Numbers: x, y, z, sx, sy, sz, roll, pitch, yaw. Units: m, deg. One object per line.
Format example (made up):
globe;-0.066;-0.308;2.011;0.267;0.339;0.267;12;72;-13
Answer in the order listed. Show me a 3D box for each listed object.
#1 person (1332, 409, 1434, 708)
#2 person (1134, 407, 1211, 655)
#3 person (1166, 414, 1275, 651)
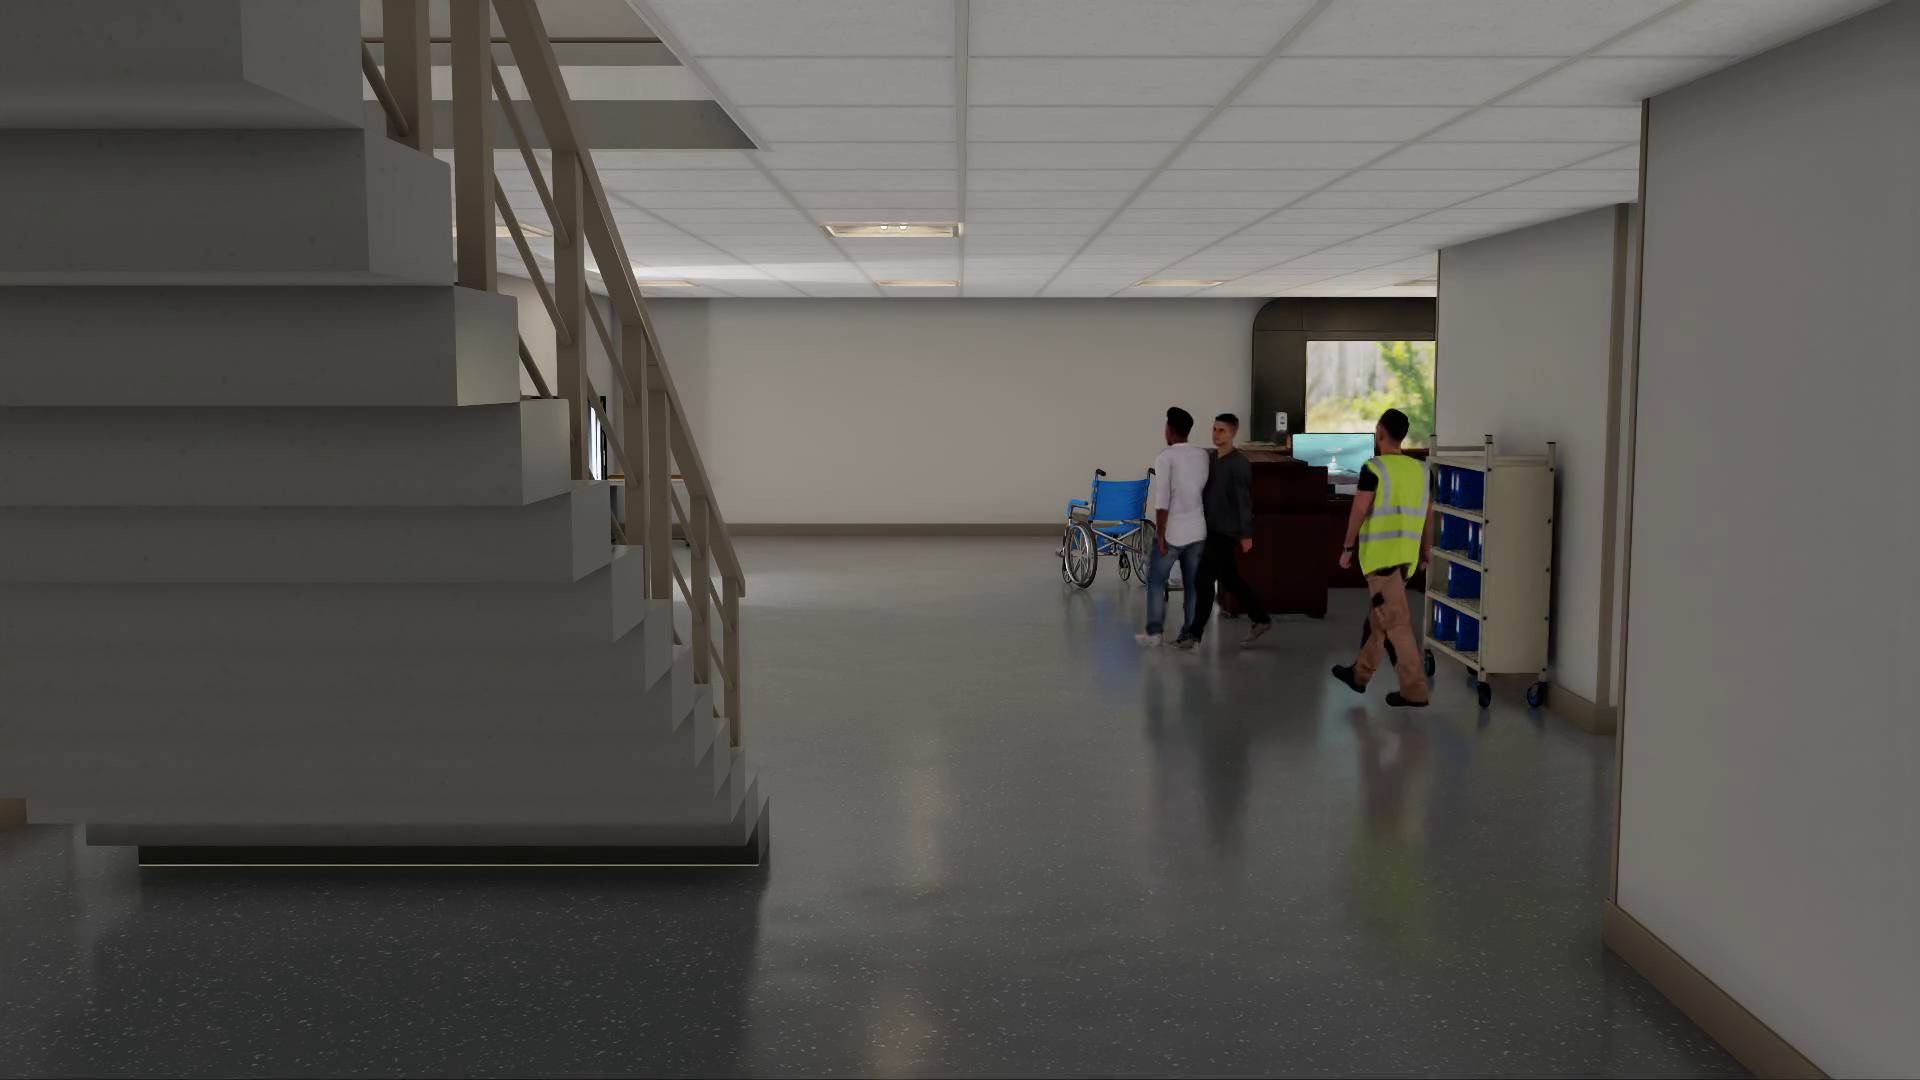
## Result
person;2.640;0.147;10.069;1.081;1.797;1.295;-3;7;-28
person;1.660;-0.060;12.135;0.793;1.796;0.891;-2;6;-23
person;2.001;-0.036;12.253;0.984;1.725;1.192;-2;6;-21
